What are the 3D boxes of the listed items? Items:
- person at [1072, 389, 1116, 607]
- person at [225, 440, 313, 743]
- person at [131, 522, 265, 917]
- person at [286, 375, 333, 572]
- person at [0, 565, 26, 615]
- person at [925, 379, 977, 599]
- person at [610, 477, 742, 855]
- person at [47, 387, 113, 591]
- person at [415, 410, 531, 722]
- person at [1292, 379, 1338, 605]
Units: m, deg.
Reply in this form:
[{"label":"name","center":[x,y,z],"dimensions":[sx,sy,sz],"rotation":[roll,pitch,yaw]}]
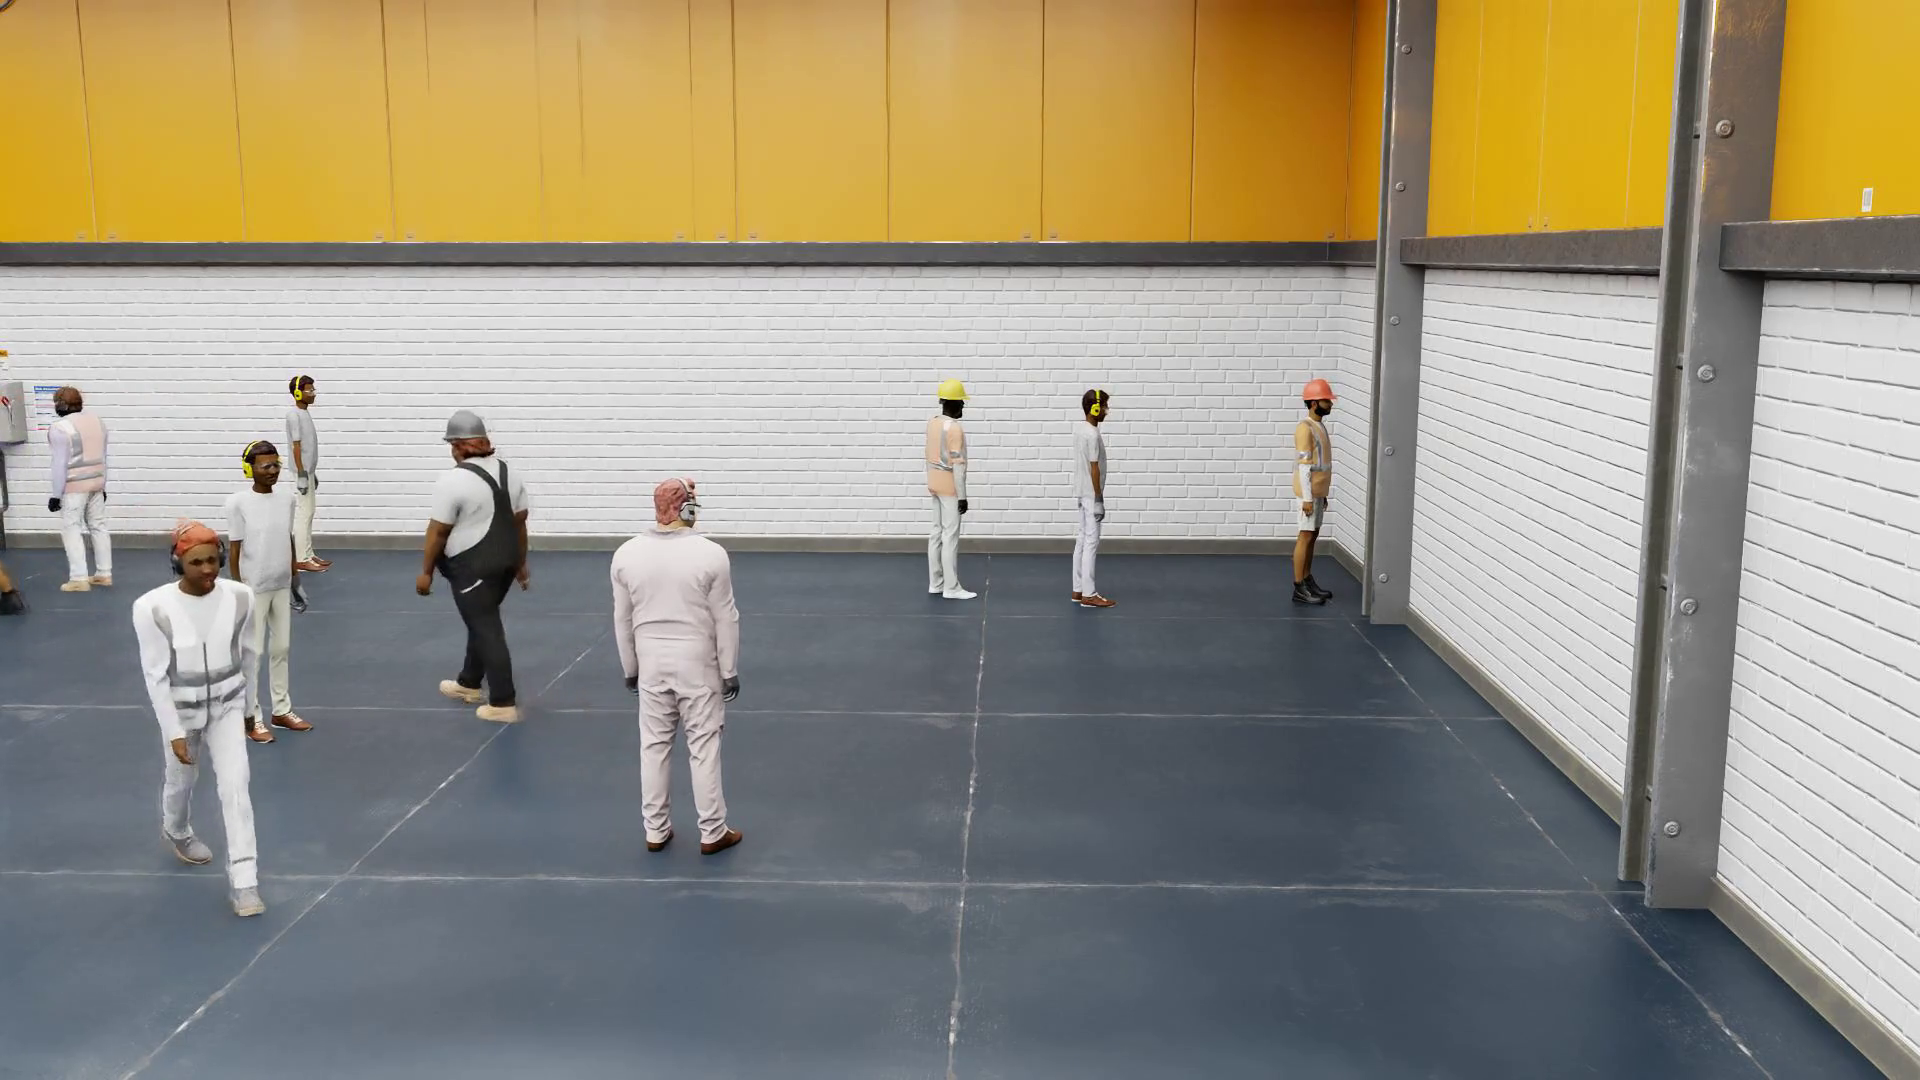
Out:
[{"label":"person","center":[1.139,-0.359,14.264],"dimensions":[0.329,1.865,0.507],"rotation":[-2,10,-13]},{"label":"person","center":[-4.295,0.305,10.351],"dimensions":[0.331,1.872,0.513],"rotation":[5,11,28]},{"label":"person","center":[-3.587,0.779,7.812],"dimensions":[0.556,1.814,1.057],"rotation":[-8,12,-38]},{"label":"person","center":[-6.224,-0.636,15.863],"dimensions":[0.316,1.870,0.531],"rotation":[-2,10,-11]},{"label":"person","center":[-8.292,-0.297,13.834],"dimensions":[0.996,1.888,0.565],"rotation":[0,10,3]},{"label":"person","center":[-0.094,-0.445,14.576],"dimensions":[0.373,1.928,0.584],"rotation":[-5,11,-27]},{"label":"person","center":[-1.395,0.633,8.344],"dimensions":[0.636,1.903,0.405],"rotation":[2,10,12]},{"label":"person","center":[-7.916,-0.454,14.940],"dimensions":[0.431,1.831,0.644],"rotation":[2,10,10]},{"label":"person","center":[-3.221,0.141,10.816],"dimensions":[0.917,2.000,0.697],"rotation":[4,10,21]},{"label":"person","center":[3.067,-0.422,14.399],"dimensions":[0.347,1.943,0.545],"rotation":[5,11,25]}]
